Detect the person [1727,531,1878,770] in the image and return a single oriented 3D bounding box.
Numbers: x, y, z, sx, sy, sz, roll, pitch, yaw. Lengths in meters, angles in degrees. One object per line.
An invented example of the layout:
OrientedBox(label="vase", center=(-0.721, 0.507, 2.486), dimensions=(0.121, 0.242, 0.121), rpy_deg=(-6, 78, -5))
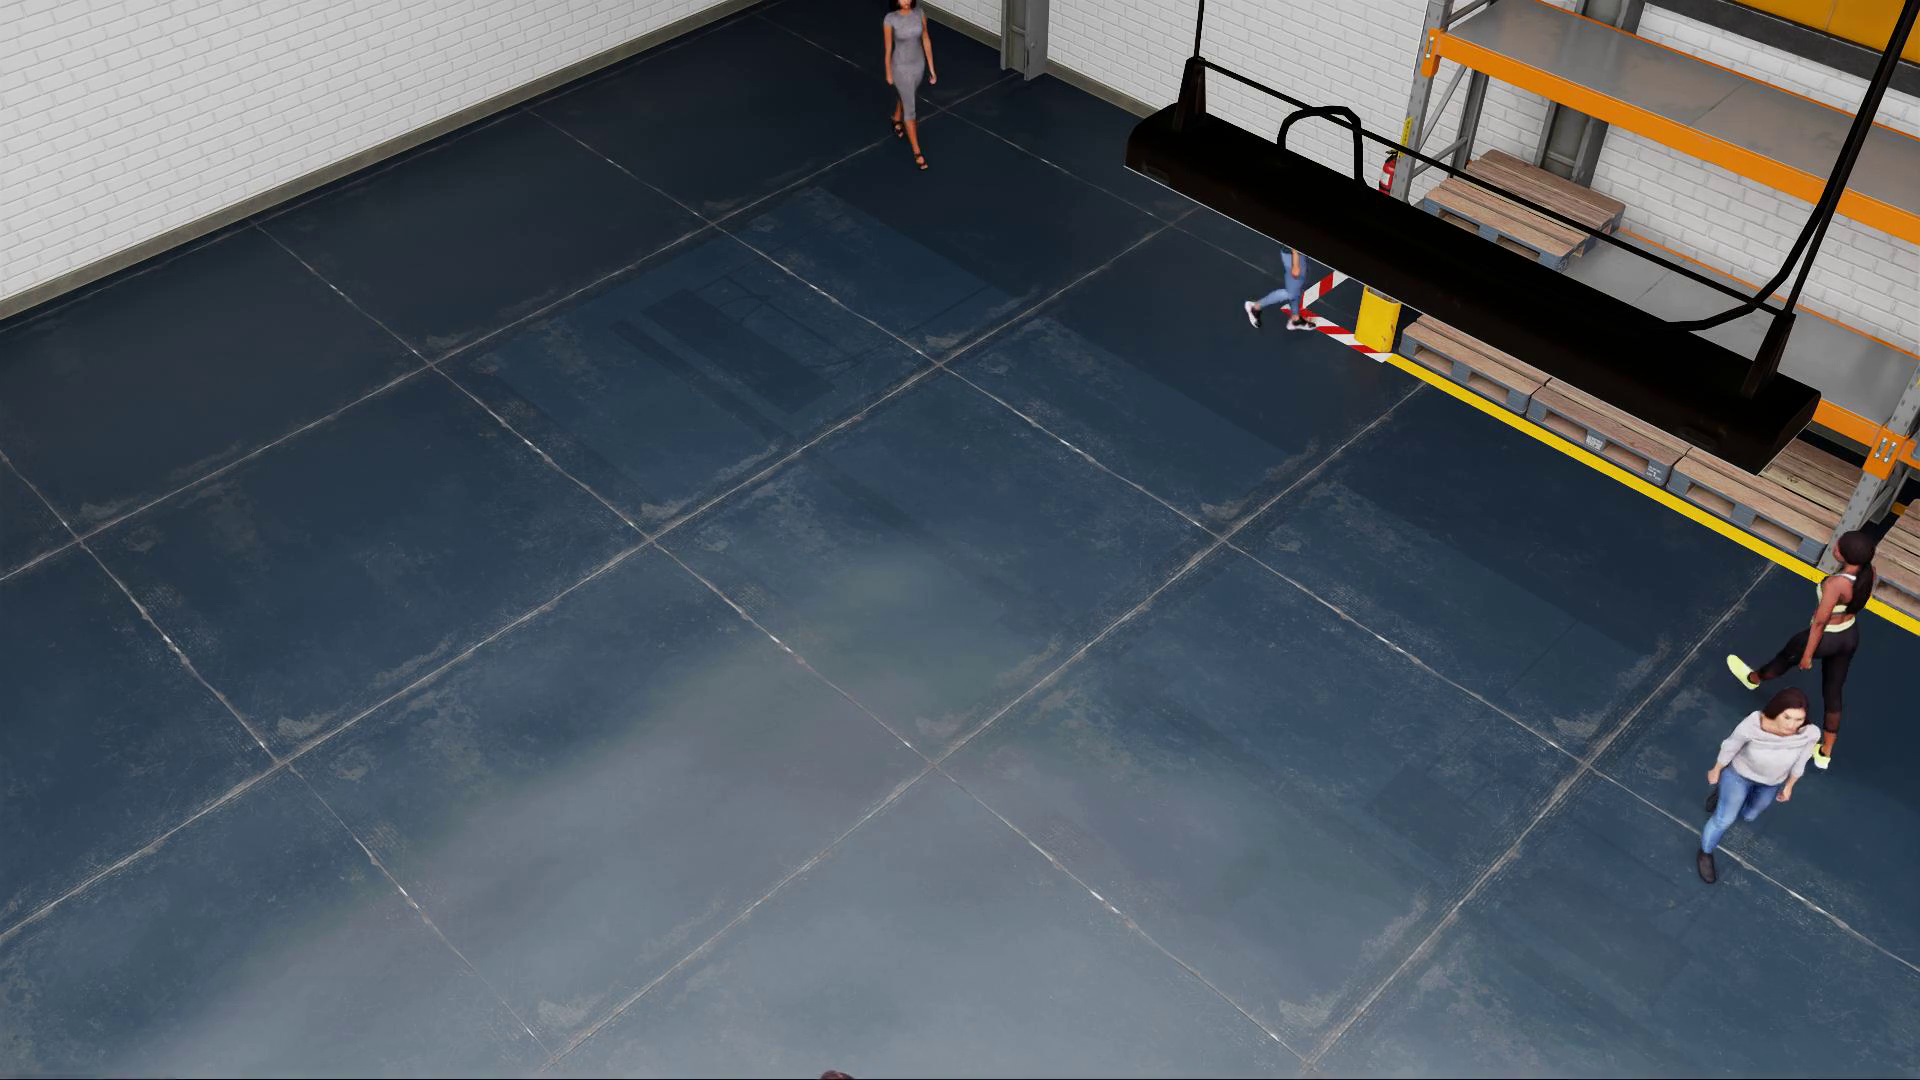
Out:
OrientedBox(label="person", center=(5.448, 0.714, 10.353), dimensions=(0.997, 1.690, 1.254), rpy_deg=(-10, 45, -10))

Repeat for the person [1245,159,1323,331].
OrientedBox(label="person", center=(2.706, -2.374, 13.655), dimensions=(0.964, 1.606, 0.856), rpy_deg=(8, 44, 8))

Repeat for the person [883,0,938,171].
OrientedBox(label="person", center=(-0.528, -4.466, 15.760), dimensions=(0.768, 1.731, 1.160), rpy_deg=(-22, 48, -21))

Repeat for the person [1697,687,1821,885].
OrientedBox(label="person", center=(4.629, 1.337, 9.757), dimensions=(0.933, 1.610, 0.953), rpy_deg=(9, 44, 10))
